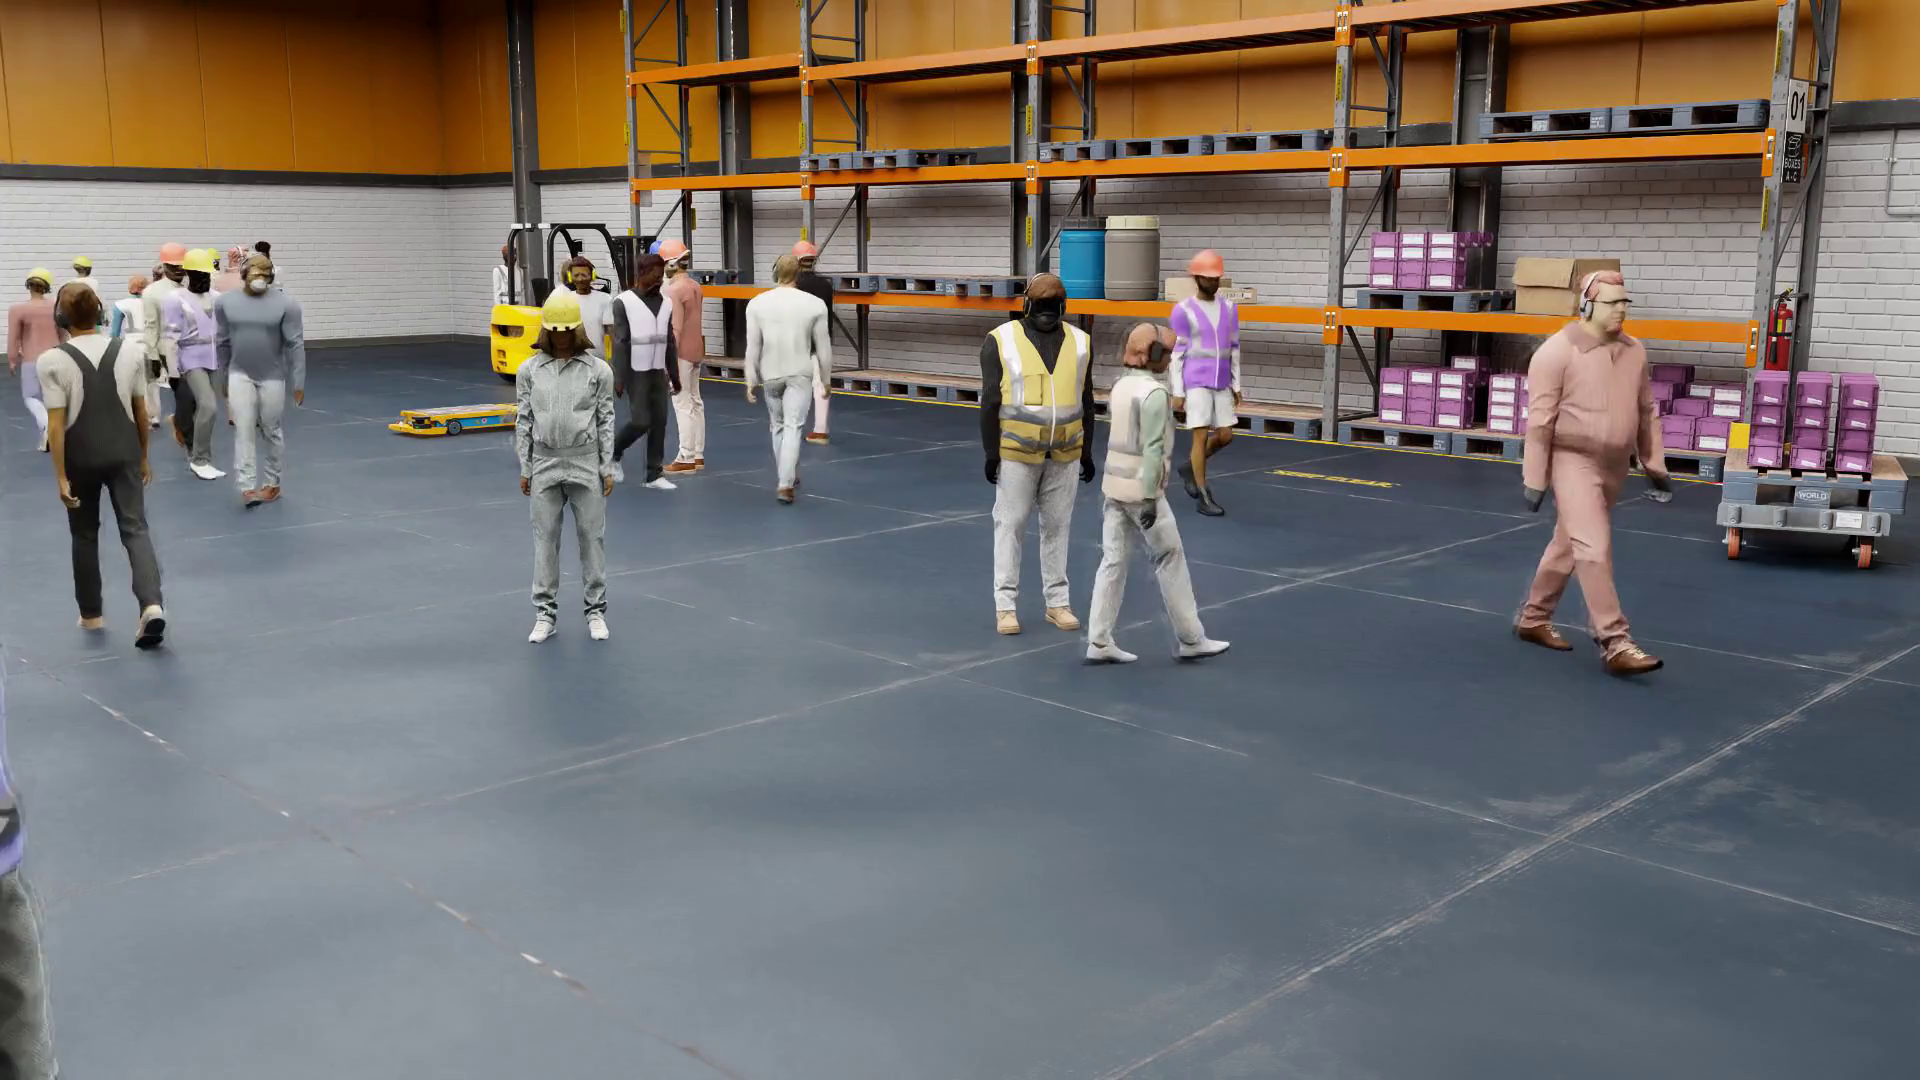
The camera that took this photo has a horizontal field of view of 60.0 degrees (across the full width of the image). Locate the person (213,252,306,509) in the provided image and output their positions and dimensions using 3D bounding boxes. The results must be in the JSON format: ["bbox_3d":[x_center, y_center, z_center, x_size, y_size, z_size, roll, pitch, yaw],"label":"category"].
[{"bbox_3d":[-5.199,-1.177,12.369,0.653,1.889,0.865,-2,11,-10],"label":"person"}]

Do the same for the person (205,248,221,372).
[{"bbox_3d":[-11.090,-3.424,24.773,0.590,1.836,0.404,8,13,37],"label":"person"}]

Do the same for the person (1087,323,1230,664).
[{"bbox_3d":[0.938,-0.213,7.858,0.779,1.602,0.528,-4,11,-19],"label":"person"}]

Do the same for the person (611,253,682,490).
[{"bbox_3d":[-2.567,-1.338,13.269,0.576,1.889,0.644,7,12,33],"label":"person"}]

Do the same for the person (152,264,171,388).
[{"bbox_3d":[-10.586,-2.844,22.144,0.311,1.642,0.514,0,10,-2],"label":"person"}]

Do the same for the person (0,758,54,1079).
[{"bbox_3d":[-1.408,0.729,1.942,0.584,1.900,0.882,-4,11,-22],"label":"person"}]

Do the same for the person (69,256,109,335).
[{"bbox_3d":[-12.541,-3.197,23.811,0.525,1.735,0.809,4,11,19],"label":"person"}]

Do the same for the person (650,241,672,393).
[{"bbox_3d":[-3.790,-2.815,21.149,0.384,1.948,0.605,10,14,43],"label":"person"}]

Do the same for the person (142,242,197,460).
[{"bbox_3d":[-7.080,-1.704,15.068,0.806,1.963,0.646,8,13,37],"label":"person"}]

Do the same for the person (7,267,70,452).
[{"bbox_3d":[-8.478,-1.652,15.391,0.586,1.740,0.543,10,14,42],"label":"person"}]

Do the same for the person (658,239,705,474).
[{"bbox_3d":[-2.383,-1.554,14.169,0.392,1.986,0.609,2,11,10],"label":"person"}]

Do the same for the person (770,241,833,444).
[{"bbox_3d":[-1.563,-1.952,16.418,0.642,1.947,0.973,-7,12,-33],"label":"person"}]

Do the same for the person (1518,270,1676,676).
[{"bbox_3d":[3.000,-0.324,7.804,0.656,1.853,0.987,-5,12,-27],"label":"person"}]

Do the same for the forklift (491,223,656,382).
[{"bbox_3d":[-5.316,-3.263,22.920,2.313,2.155,1.214,-10,14,-44],"label":"forklift"}]

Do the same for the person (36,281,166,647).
[{"bbox_3d":[-4.240,-0.374,8.243,0.507,1.816,0.921,-8,13,-38],"label":"person"}]

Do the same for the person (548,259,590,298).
[{"bbox_3d":[-3.435,-1.554,14.612,0.473,1.821,0.648,0,10,2],"label":"person"}]

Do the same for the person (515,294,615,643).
[{"bbox_3d":[-1.960,-0.352,8.291,0.484,1.738,0.305,-1,10,-8],"label":"person"}]

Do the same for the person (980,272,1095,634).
[{"bbox_3d":[0.408,-0.438,8.498,0.619,1.838,0.430,-3,11,-17],"label":"person"}]

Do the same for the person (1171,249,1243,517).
[{"bbox_3d":[1.773,-1.152,12.143,0.563,1.923,0.650,-5,11,-24],"label":"person"}]

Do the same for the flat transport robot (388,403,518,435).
[{"bbox_3d":[-5.111,-1.264,17.264,1.431,0.197,0.652,-10,14,-44],"label":"flat transport robot"}]

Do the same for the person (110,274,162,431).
[{"bbox_3d":[-8.540,-1.947,17.324,0.532,1.616,0.625,-9,14,-40],"label":"person"}]

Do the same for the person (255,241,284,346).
[{"bbox_3d":[-10.180,-3.411,24.426,0.615,1.932,0.566,0,10,1],"label":"person"}]

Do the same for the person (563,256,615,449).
[{"bbox_3d":[-3.151,-1.481,14.148,0.531,1.841,0.723,-3,11,-16],"label":"person"}]

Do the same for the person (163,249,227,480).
[{"bbox_3d":[-6.262,-1.446,13.805,0.546,1.908,0.607,3,11,15],"label":"person"}]

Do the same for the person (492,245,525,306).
[{"bbox_3d":[-6.636,-3.397,24.529,0.344,1.877,0.568,6,12,29],"label":"person"}]

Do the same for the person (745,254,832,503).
[{"bbox_3d":[-1.312,-1.244,12.772,0.646,1.888,1.041,1,10,6],"label":"person"}]

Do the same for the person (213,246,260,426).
[{"bbox_3d":[-7.615,-2.161,17.694,0.650,1.906,0.401,8,13,37],"label":"person"}]
